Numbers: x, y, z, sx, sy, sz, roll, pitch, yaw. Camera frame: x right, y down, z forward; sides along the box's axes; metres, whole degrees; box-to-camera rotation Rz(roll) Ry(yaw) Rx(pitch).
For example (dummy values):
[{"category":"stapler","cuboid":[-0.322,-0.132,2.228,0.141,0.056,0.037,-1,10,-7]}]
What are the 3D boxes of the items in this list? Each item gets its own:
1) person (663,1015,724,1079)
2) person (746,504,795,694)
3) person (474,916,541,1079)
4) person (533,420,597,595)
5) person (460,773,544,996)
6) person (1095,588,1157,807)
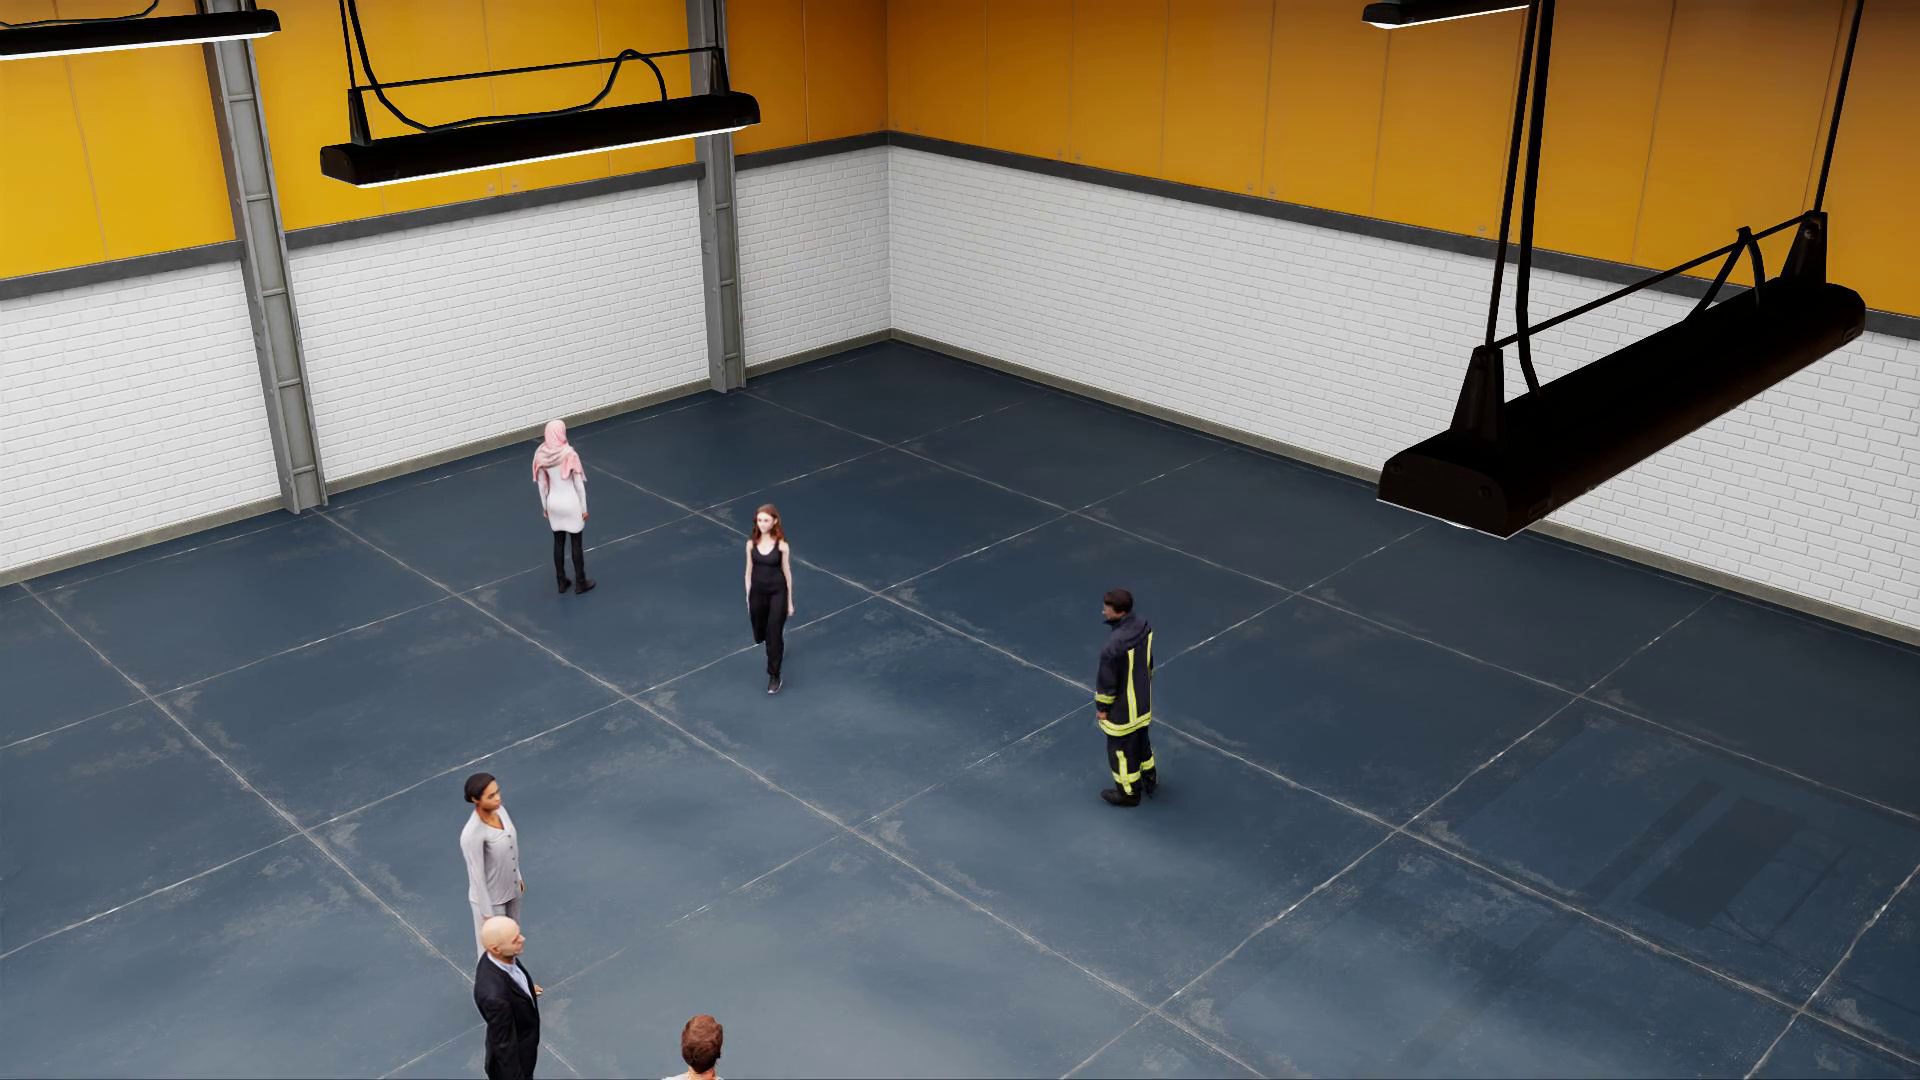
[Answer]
[{"category":"person","cuboid":[-1.260,3.224,8.210,0.834,1.891,0.891,6,24,13]},{"category":"person","cuboid":[-1.656,0.463,14.726,0.899,1.732,1.011,3,24,7]},{"category":"person","cuboid":[-2.473,2.838,9.208,0.788,1.800,0.779,-5,24,-10]},{"category":"person","cuboid":[-3.916,-0.333,16.458,0.735,1.803,0.758,5,24,12]},{"category":"person","cuboid":[-2.976,2.249,10.632,0.777,1.737,0.672,4,24,10]},{"category":"person","cuboid":[1.315,1.197,12.840,0.674,1.896,1.006,-21,31,-39]}]
